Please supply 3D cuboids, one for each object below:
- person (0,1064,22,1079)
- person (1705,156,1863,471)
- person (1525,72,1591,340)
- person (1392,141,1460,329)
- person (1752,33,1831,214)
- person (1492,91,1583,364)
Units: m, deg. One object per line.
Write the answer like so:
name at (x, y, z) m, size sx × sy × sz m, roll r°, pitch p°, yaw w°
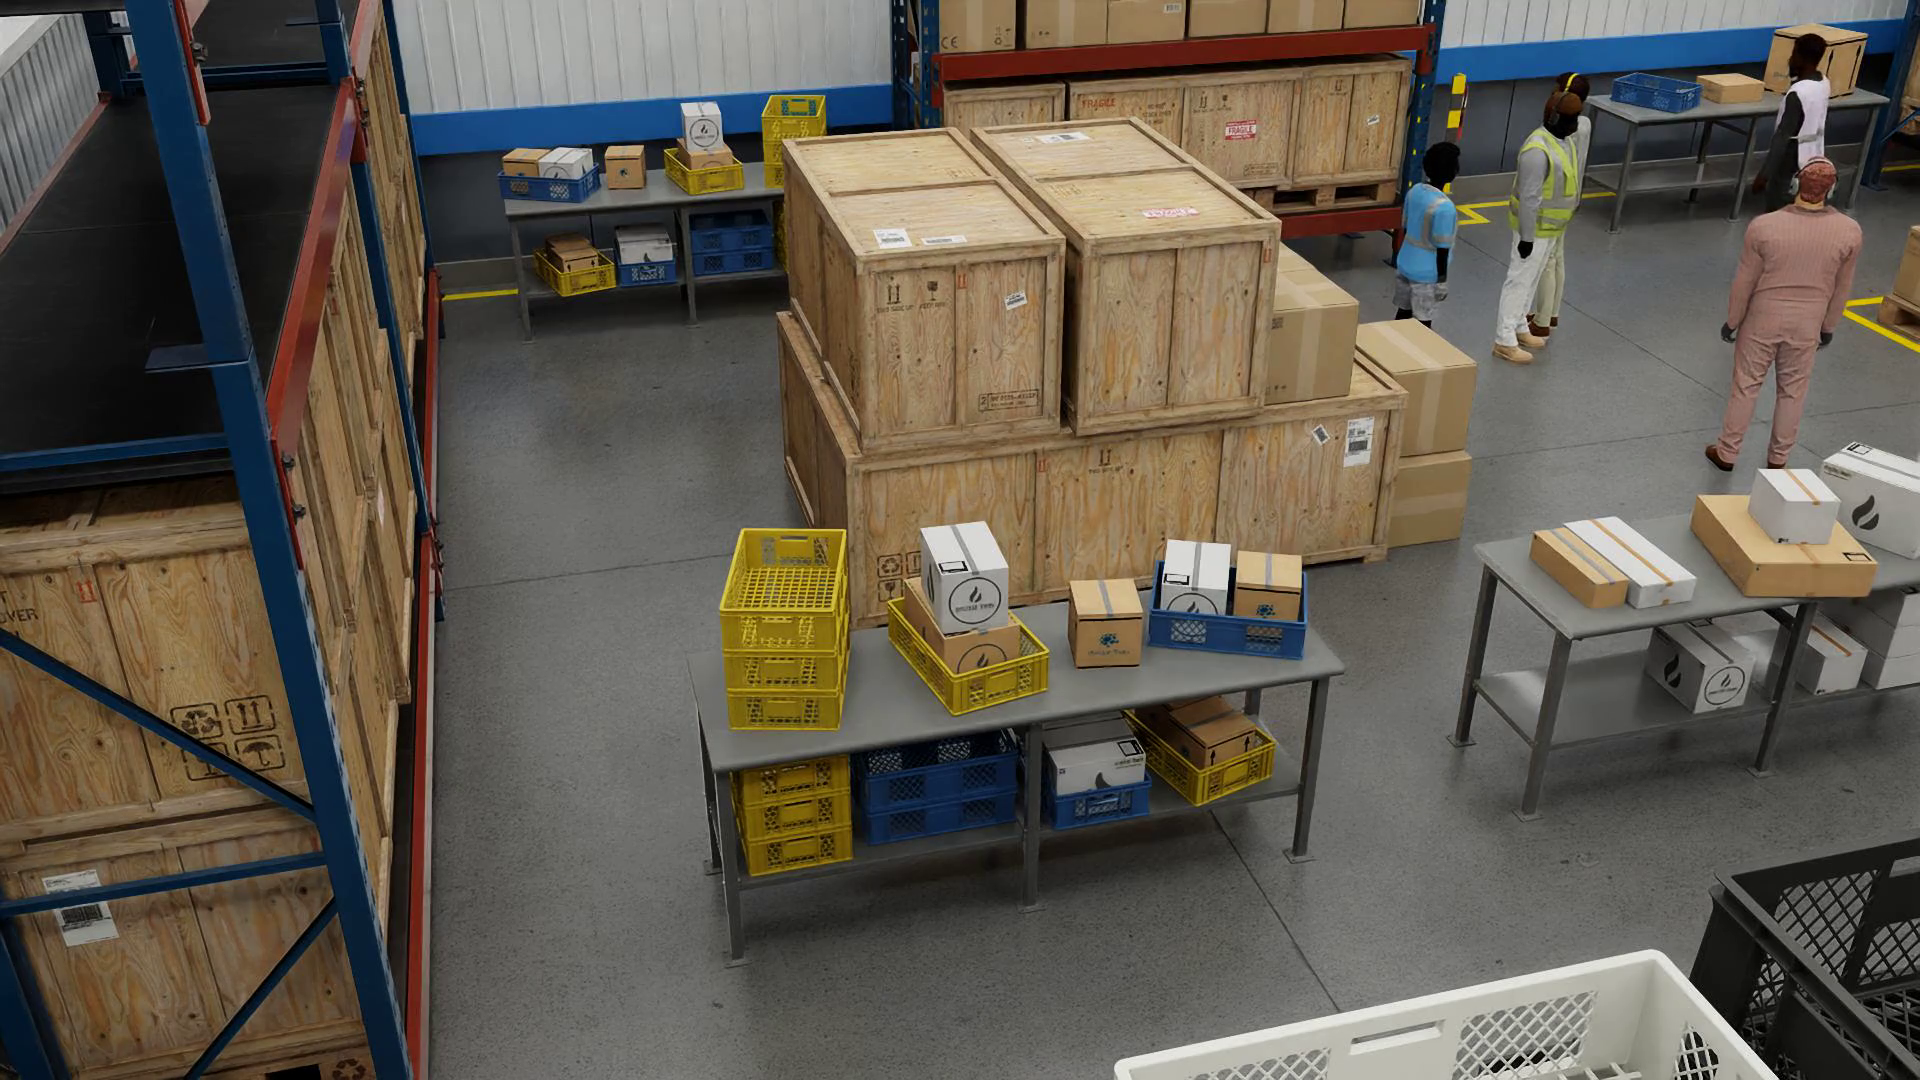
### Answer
person at (-2.111, 1.924, 3.891) m, size 0.374 × 1.933 × 0.625 m, roll 22°, pitch 36°, yaw 35°
person at (4.817, -1.298, 9.763) m, size 0.639 × 1.909 × 0.409 m, roll 5°, pitch 29°, yaw 10°
person at (4.172, -2.336, 11.684) m, size 0.310 × 1.868 × 0.532 m, roll 19°, pitch 34°, yaw 30°
person at (3.002, -1.733, 10.763) m, size 0.322 × 1.697 × 0.532 m, roll -6°, pitch 29°, yaw -10°
person at (6.260, -2.824, 12.533) m, size 0.394 × 1.908 × 0.671 m, roll 23°, pitch 36°, yaw 36°
person at (3.963, -2.139, 11.356) m, size 0.429 × 1.840 × 0.630 m, roll 18°, pitch 34°, yaw 29°
